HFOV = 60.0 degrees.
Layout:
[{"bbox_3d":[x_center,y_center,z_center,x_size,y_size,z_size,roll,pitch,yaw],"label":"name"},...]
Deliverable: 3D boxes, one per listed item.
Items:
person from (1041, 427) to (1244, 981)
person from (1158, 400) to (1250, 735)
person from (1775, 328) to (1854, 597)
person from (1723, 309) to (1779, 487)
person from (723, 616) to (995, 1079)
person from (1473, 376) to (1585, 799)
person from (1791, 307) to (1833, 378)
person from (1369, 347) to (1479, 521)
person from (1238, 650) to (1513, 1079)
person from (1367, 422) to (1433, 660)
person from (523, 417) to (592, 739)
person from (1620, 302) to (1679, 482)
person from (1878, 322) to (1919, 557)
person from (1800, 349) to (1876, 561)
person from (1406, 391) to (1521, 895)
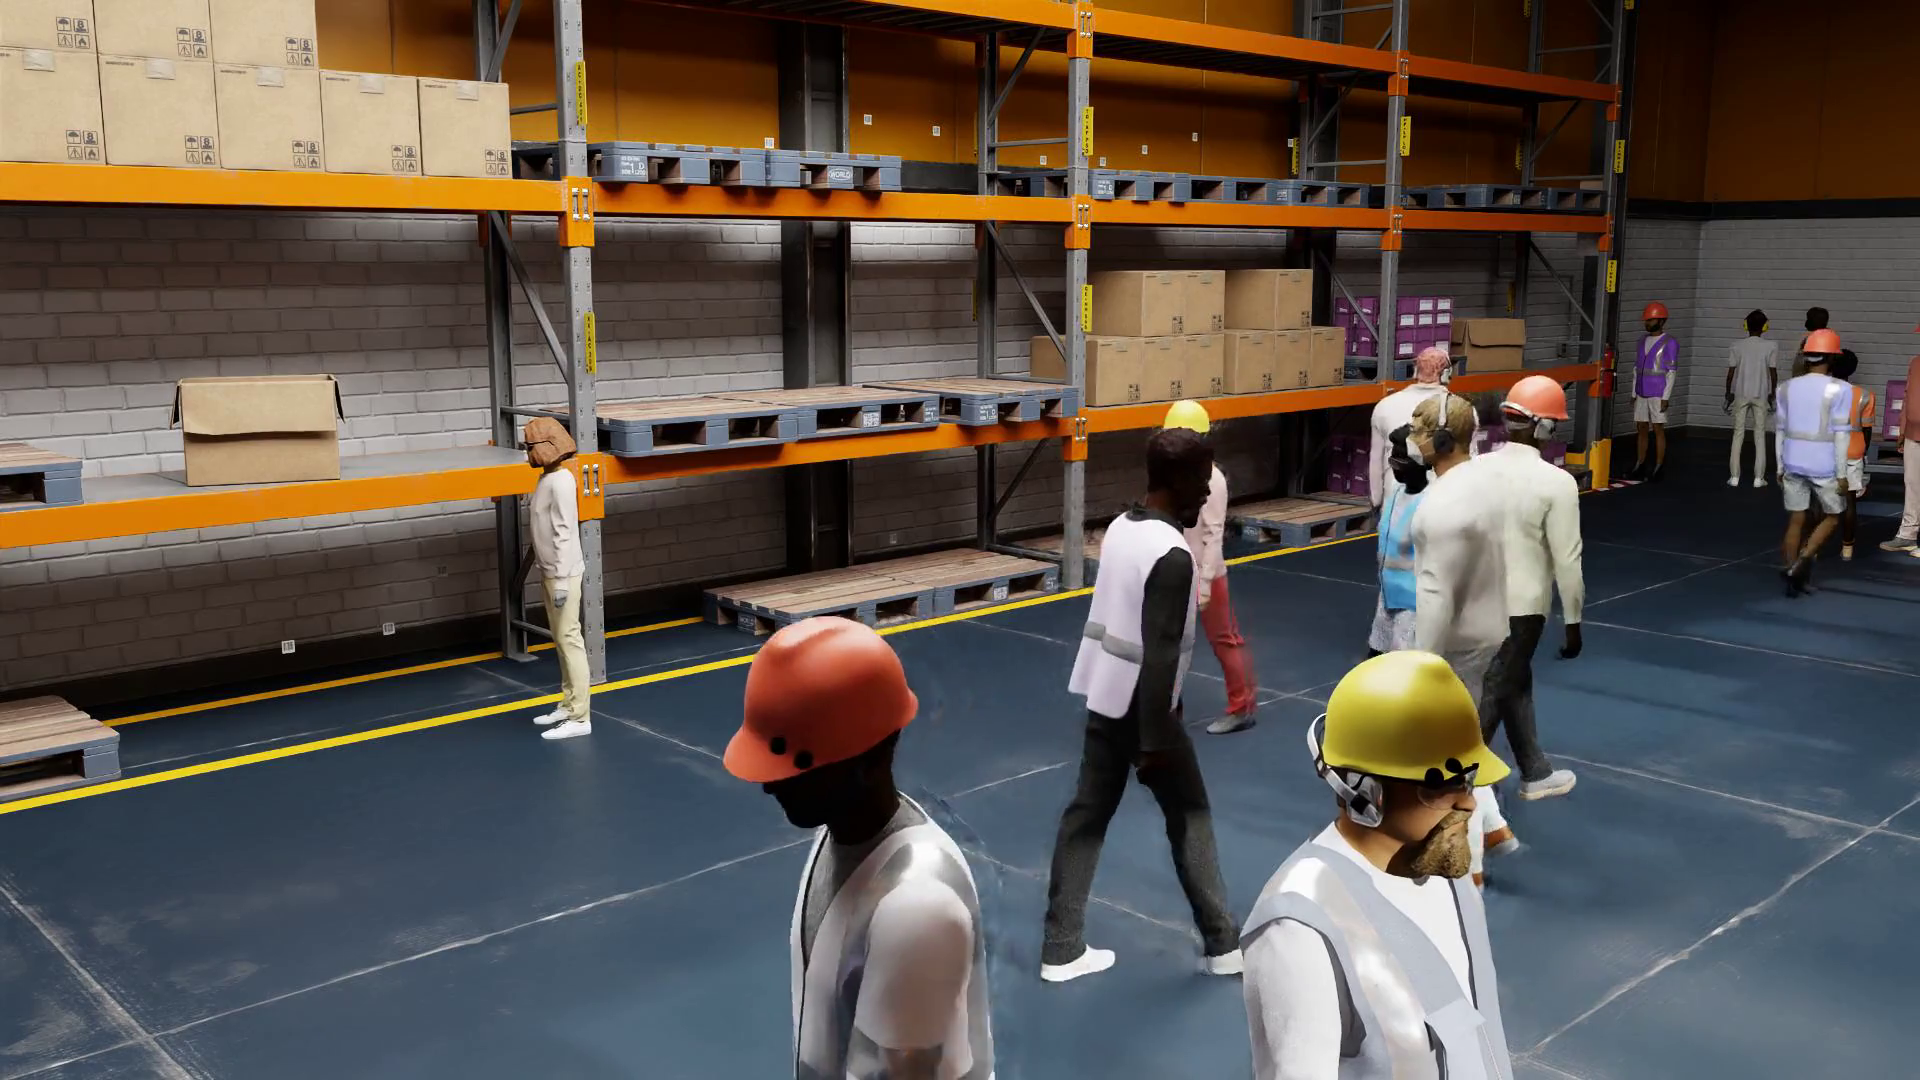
[{"bbox_3d":[0.690,0.556,5.563,0.945,1.864,0.621,-3,10,-17],"label":"person"},{"bbox_3d":[1.110,0.166,8.286,0.926,1.713,0.544,-5,11,-28],"label":"person"},{"bbox_3d":[6.036,-0.527,11.768,0.416,1.924,0.574,-6,11,-30],"label":"person"},{"bbox_3d":[8.354,-1.493,17.574,0.520,1.874,0.332,5,11,29],"label":"person"},{"bbox_3d":[-0.222,1.049,2.630,0.896,1.891,0.554,-4,10,-21],"label":"person"},{"bbox_3d":[2.357,0.266,7.123,1.043,1.934,0.631,-5,11,-29],"label":"person"},{"bbox_3d":[9.914,-1.784,19.364,0.635,1.842,0.429,-9,13,-44],"label":"person"},{"bbox_3d":[2.825,-0.232,10.165,0.661,1.877,0.744,4,10,21],"label":"person"},{"bbox_3d":[0.677,1.072,2.671,0.404,1.833,0.590,7,12,35],"label":"person"},{"bbox_3d":[2.134,0.287,7.691,0.432,1.679,0.550,-2,10,-10],"label":"person"},{"bbox_3d":[-2.050,0.188,8.452,0.272,1.627,0.502,-4,11,-23],"label":"person"},{"bbox_3d":[7.466,-1.595,17.981,0.360,1.938,0.545,-4,11,-23],"label":"person"},{"bbox_3d":[7.851,-0.858,13.498,0.382,1.995,0.612,-2,10,-11],"label":"person"},{"bbox_3d":[7.001,-0.676,13.298,0.535,1.700,0.318,2,10,14],"label":"person"},{"bbox_3d":[1.875,0.399,6.320,0.419,1.930,0.674,6,11,30],"label":"person"}]
